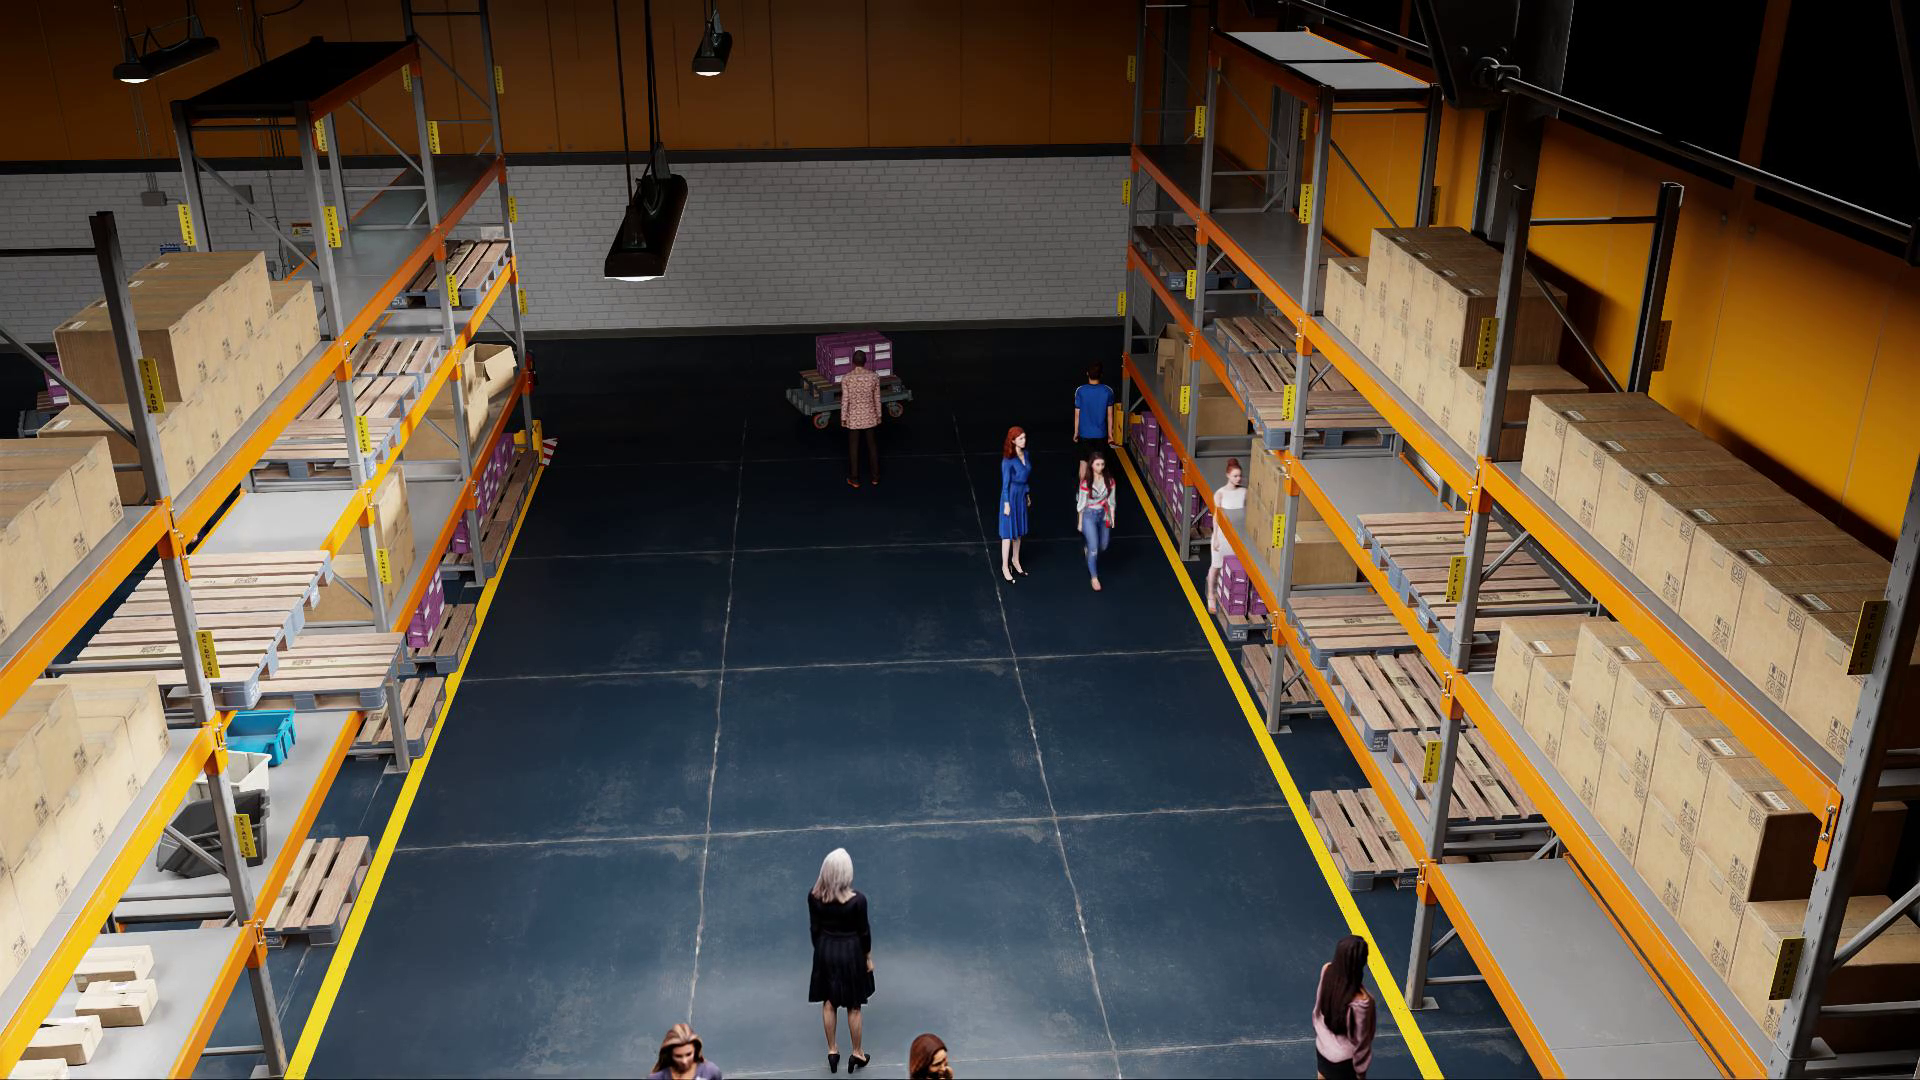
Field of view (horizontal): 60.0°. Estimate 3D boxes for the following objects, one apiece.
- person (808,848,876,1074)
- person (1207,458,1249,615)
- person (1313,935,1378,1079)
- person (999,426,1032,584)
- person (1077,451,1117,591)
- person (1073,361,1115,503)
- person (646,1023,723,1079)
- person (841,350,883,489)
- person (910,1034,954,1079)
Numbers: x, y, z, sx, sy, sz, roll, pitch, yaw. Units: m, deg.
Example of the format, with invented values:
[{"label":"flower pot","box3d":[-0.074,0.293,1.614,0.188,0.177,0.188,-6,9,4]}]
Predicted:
[{"label":"person","box3d":[-0.810,2.852,11.306,0.668,1.746,0.663,5,24,11]},{"label":"person","box3d":[2.867,-0.025,17.835,0.593,1.788,0.574,-6,24,-14]},{"label":"person","box3d":[2.364,3.227,10.368,0.745,1.810,0.595,-11,26,-24]},{"label":"person","box3d":[0.618,-0.413,18.672,0.768,1.829,0.704,18,29,35]},{"label":"person","box3d":[1.490,-0.257,18.610,0.701,1.593,0.899,-6,24,-13]},{"label":"person","box3d":[1.656,-1.346,20.759,0.661,1.866,0.570,-1,24,-2]},{"label":"person","box3d":[-1.606,3.529,9.775,0.586,1.732,0.526,-2,24,-6]},{"label":"person","box3d":[-1.265,-1.559,21.320,0.738,1.808,0.648,-6,24,-14]},{"label":"person","box3d":[-0.171,3.583,9.525,0.725,1.834,0.646,15,28,30]}]
